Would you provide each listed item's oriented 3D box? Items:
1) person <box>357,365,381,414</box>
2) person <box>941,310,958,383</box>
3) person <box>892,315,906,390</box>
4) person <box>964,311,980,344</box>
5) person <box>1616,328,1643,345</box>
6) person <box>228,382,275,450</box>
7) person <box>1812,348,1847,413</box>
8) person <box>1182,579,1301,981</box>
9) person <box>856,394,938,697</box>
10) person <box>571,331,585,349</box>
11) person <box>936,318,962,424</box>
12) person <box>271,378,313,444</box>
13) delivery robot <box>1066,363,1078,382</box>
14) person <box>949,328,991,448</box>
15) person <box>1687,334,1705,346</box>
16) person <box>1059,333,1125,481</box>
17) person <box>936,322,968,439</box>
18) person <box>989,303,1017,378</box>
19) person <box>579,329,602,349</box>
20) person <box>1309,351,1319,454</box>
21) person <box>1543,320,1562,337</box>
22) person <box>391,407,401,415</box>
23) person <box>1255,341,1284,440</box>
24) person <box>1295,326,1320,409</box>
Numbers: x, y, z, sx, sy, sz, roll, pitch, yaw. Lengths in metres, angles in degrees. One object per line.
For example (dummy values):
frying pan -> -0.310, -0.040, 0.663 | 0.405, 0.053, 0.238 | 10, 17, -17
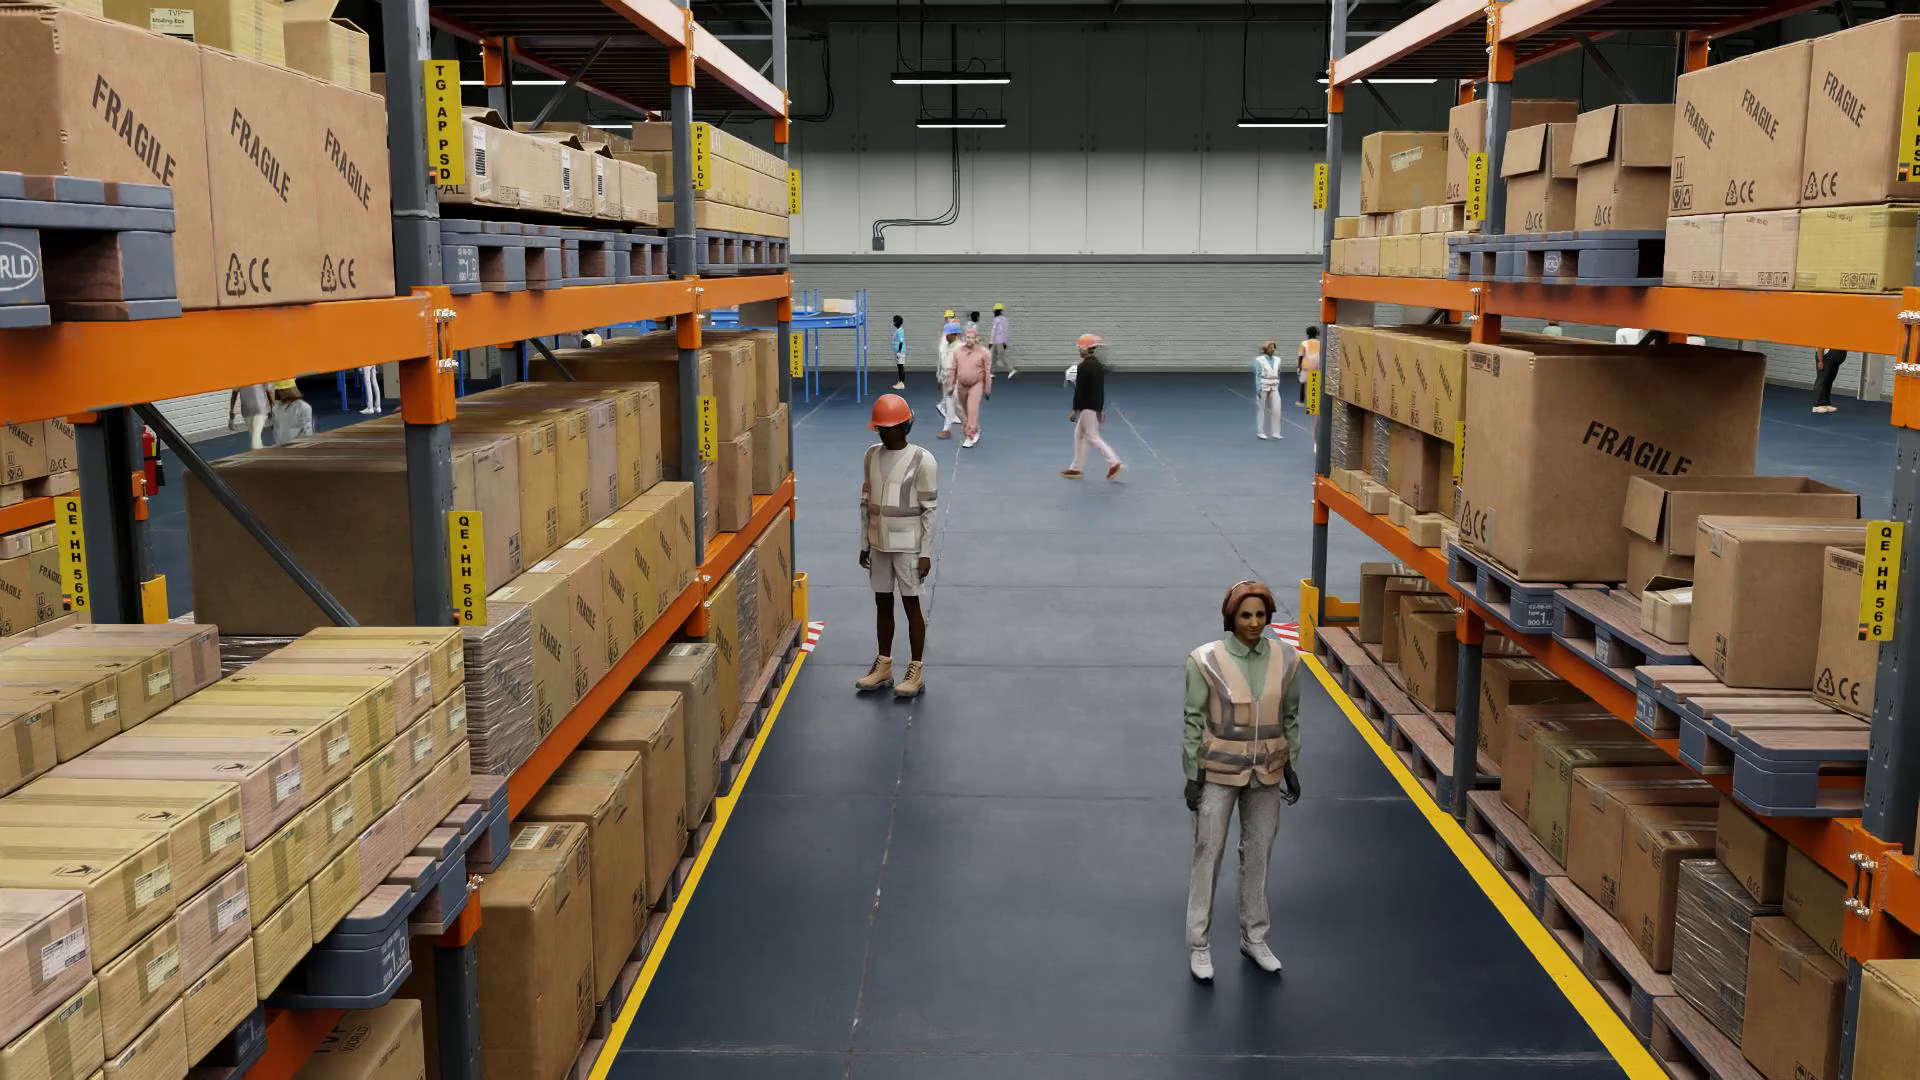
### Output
person -> -11.446, -3.383, 32.163 | 0.311, 1.860, 0.500 | 3, 10, 16
person -> -0.248, -4.613, 39.798 | 0.312, 1.767, 0.533 | -5, 11, -29
person -> -1.401, -4.309, 38.189 | 0.319, 1.695, 0.533 | -1, 10, -7
person -> 0.346, -5.091, 43.027 | 0.845, 1.638, 0.547 | -1, 10, -8
person -> 13.669, -3.699, 34.014 | 0.589, 1.874, 0.453 | -1, 10, -4
person -> -9.317, -1.643, 21.880 | 0.525, 1.815, 0.989 | 1, 10, 4
person -> 16.949, -3.486, 32.355 | 0.684, 2.000, 0.535 | -7, 12, -36
person -> 1.143, 0.965, 6.761 | 0.518, 1.639, 0.312 | -3, 10, -15
person -> -0.443, 0.034, 11.165 | 0.605, 2.034, 0.389 | 7, 12, 35
person -> -9.014, -4.637, 39.567 | 0.997, 1.886, 0.550 | 0, 9, 3
person -> -0.142, -3.064, 30.120 | 0.550, 1.893, 0.670 | 2, 10, 14
person -> -7.186, -0.958, 18.040 | 0.488, 1.718, 0.765 | 1, 10, 9
delivery robot -> 2.702, -3.929, 39.168 | 0.477, 0.478, 0.707 | 2, 10, 10
person -> 0.191, -2.442, 26.498 | 0.642, 1.872, 0.917 | 5, 10, 25
person -> 15.061, -3.621, 34.251 | 0.499, 1.634, 0.279 | 4, 10, 20
person -> 1.789, -1.778, 22.242 | 0.944, 1.963, 0.605 | 5, 11, 26
person -> -0.093, -2.678, 27.767 | 0.624, 1.918, 0.885 | 9, 13, 43
person -> 1.031, -5.024, 41.901 | 0.905, 1.895, 0.601 | 4, 10, 22
person -> -6.855, -3.148, 30.810 | 0.429, 1.840, 0.622 | 2, 10, 11
person -> 5.544, -2.189, 24.972 | 0.658, 1.873, 0.924 | 1, 10, 7
person -> 14.219, -4.569, 39.918 | 0.278, 1.636, 0.498 | -8, 12, -40
person -> -4.942, -0.368, 14.798 | 0.542, 1.610, 0.723 | -1, 10, -9
person -> 5.080, -2.441, 27.215 | 0.535, 1.609, 0.690 | -4, 10, -22
person -> 6.906, -3.367, 32.672 | 0.598, 1.633, 0.906 | 0, 9, -1
